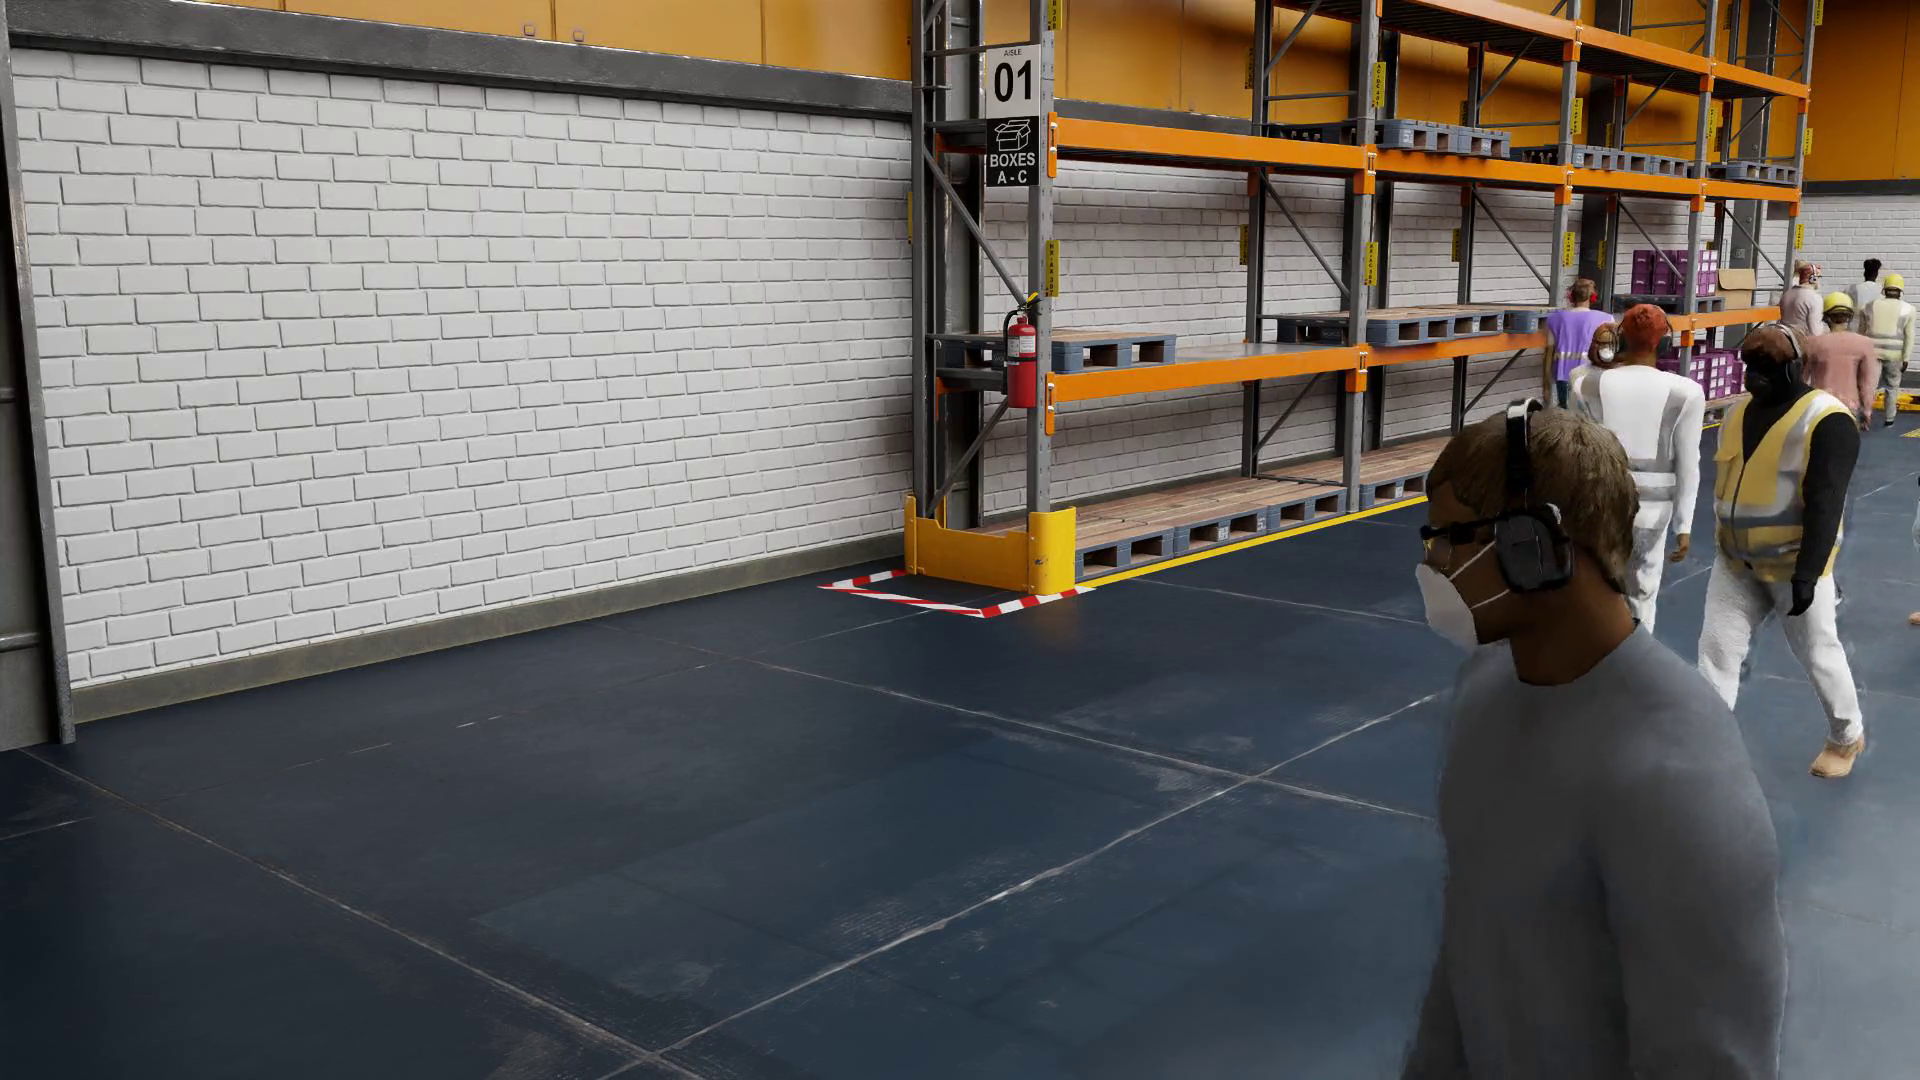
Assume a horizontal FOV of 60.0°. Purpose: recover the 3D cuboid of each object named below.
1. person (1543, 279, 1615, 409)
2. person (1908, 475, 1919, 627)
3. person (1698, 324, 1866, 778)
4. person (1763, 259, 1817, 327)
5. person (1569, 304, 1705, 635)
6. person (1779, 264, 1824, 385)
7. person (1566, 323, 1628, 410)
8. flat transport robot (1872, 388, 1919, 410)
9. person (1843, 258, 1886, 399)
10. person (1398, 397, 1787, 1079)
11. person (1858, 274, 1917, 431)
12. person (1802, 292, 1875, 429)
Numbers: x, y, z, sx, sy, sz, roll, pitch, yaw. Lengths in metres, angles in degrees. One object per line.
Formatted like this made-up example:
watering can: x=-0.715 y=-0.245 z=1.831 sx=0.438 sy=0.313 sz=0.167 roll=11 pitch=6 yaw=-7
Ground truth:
person: x=5.449 y=-1.370 z=14.567 sx=0.573 sy=1.804 sz=0.895 roll=8 pitch=13 yaw=38
person: x=5.320 y=-0.347 z=8.715 sx=0.503 sy=1.821 sz=0.682 roll=-3 pitch=10 yaw=-16
person: x=3.178 y=0.071 z=6.389 sx=0.948 sy=1.806 sz=0.624 roll=-4 pitch=11 yaw=-21
person: x=11.414 y=-2.918 z=23.006 sx=0.662 sy=1.926 sz=0.571 roll=-1 pitch=10 yaw=-5
person: x=2.980 y=-0.130 z=7.440 sx=0.587 sy=1.834 sz=1.011 roll=5 pitch=11 yaw=28
person: x=9.549 y=-2.169 z=18.856 sx=0.399 sy=1.900 sz=0.636 roll=-2 pitch=10 yaw=-9
person: x=4.040 y=-0.542 z=10.403 sx=0.519 sy=1.609 sz=0.662 roll=4 pitch=11 yaw=21
flat transport robot: x=12.269 y=-1.841 z=21.597 sx=0.652 sy=0.197 sz=1.431 roll=7 pitch=12 yaw=35
person: x=12.021 y=-2.770 z=22.125 sx=0.660 sy=1.942 sz=0.552 roll=4 pitch=11 yaw=19
person: x=0.727 y=0.800 z=1.964 sx=0.381 sy=1.922 sz=0.821 roll=1 pitch=10 yaw=5
person: x=10.553 y=-2.137 z=18.999 sx=0.603 sy=1.791 sz=0.949 roll=7 pitch=12 yaw=36
person: x=6.592 y=-1.006 z=12.655 sx=0.532 sy=1.738 sz=0.778 roll=2 pitch=10 yaw=10
